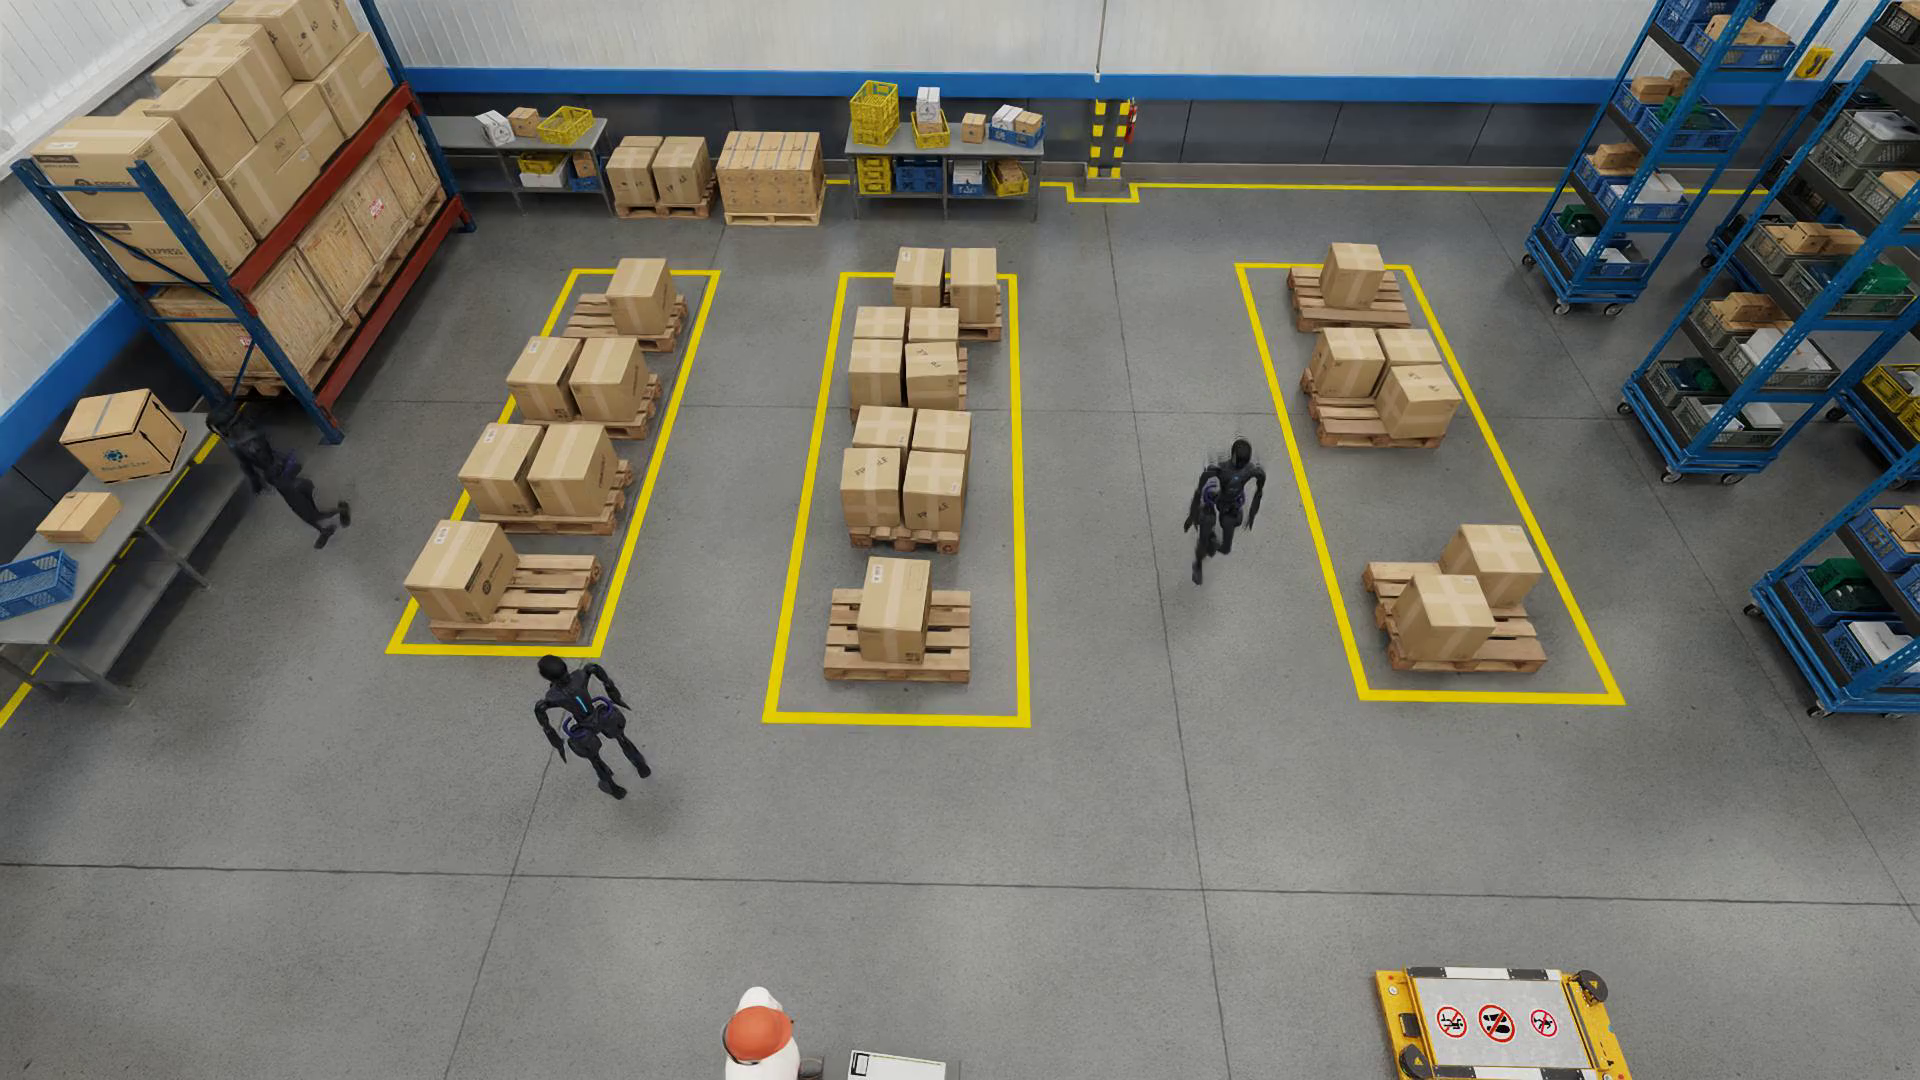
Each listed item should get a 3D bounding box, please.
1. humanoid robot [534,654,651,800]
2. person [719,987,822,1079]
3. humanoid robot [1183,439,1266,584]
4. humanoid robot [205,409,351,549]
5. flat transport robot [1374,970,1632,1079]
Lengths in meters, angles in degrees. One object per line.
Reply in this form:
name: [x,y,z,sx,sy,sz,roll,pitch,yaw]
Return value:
humanoid robot: [-2.614,1.313,6.504,0.304,1.653,0.559,35,59,25]
person: [-1.009,2.899,5.019,0.402,1.987,0.618,0,51,0]
humanoid robot: [2.227,-0.268,7.795,0.605,1.643,0.432,4,51,3]
humanoid robot: [-5.915,-0.541,8.024,0.623,1.632,0.516,17,53,14]
flat transport robot: [3.501,3.133,5.914,1.431,0.197,0.652,1,51,1]
